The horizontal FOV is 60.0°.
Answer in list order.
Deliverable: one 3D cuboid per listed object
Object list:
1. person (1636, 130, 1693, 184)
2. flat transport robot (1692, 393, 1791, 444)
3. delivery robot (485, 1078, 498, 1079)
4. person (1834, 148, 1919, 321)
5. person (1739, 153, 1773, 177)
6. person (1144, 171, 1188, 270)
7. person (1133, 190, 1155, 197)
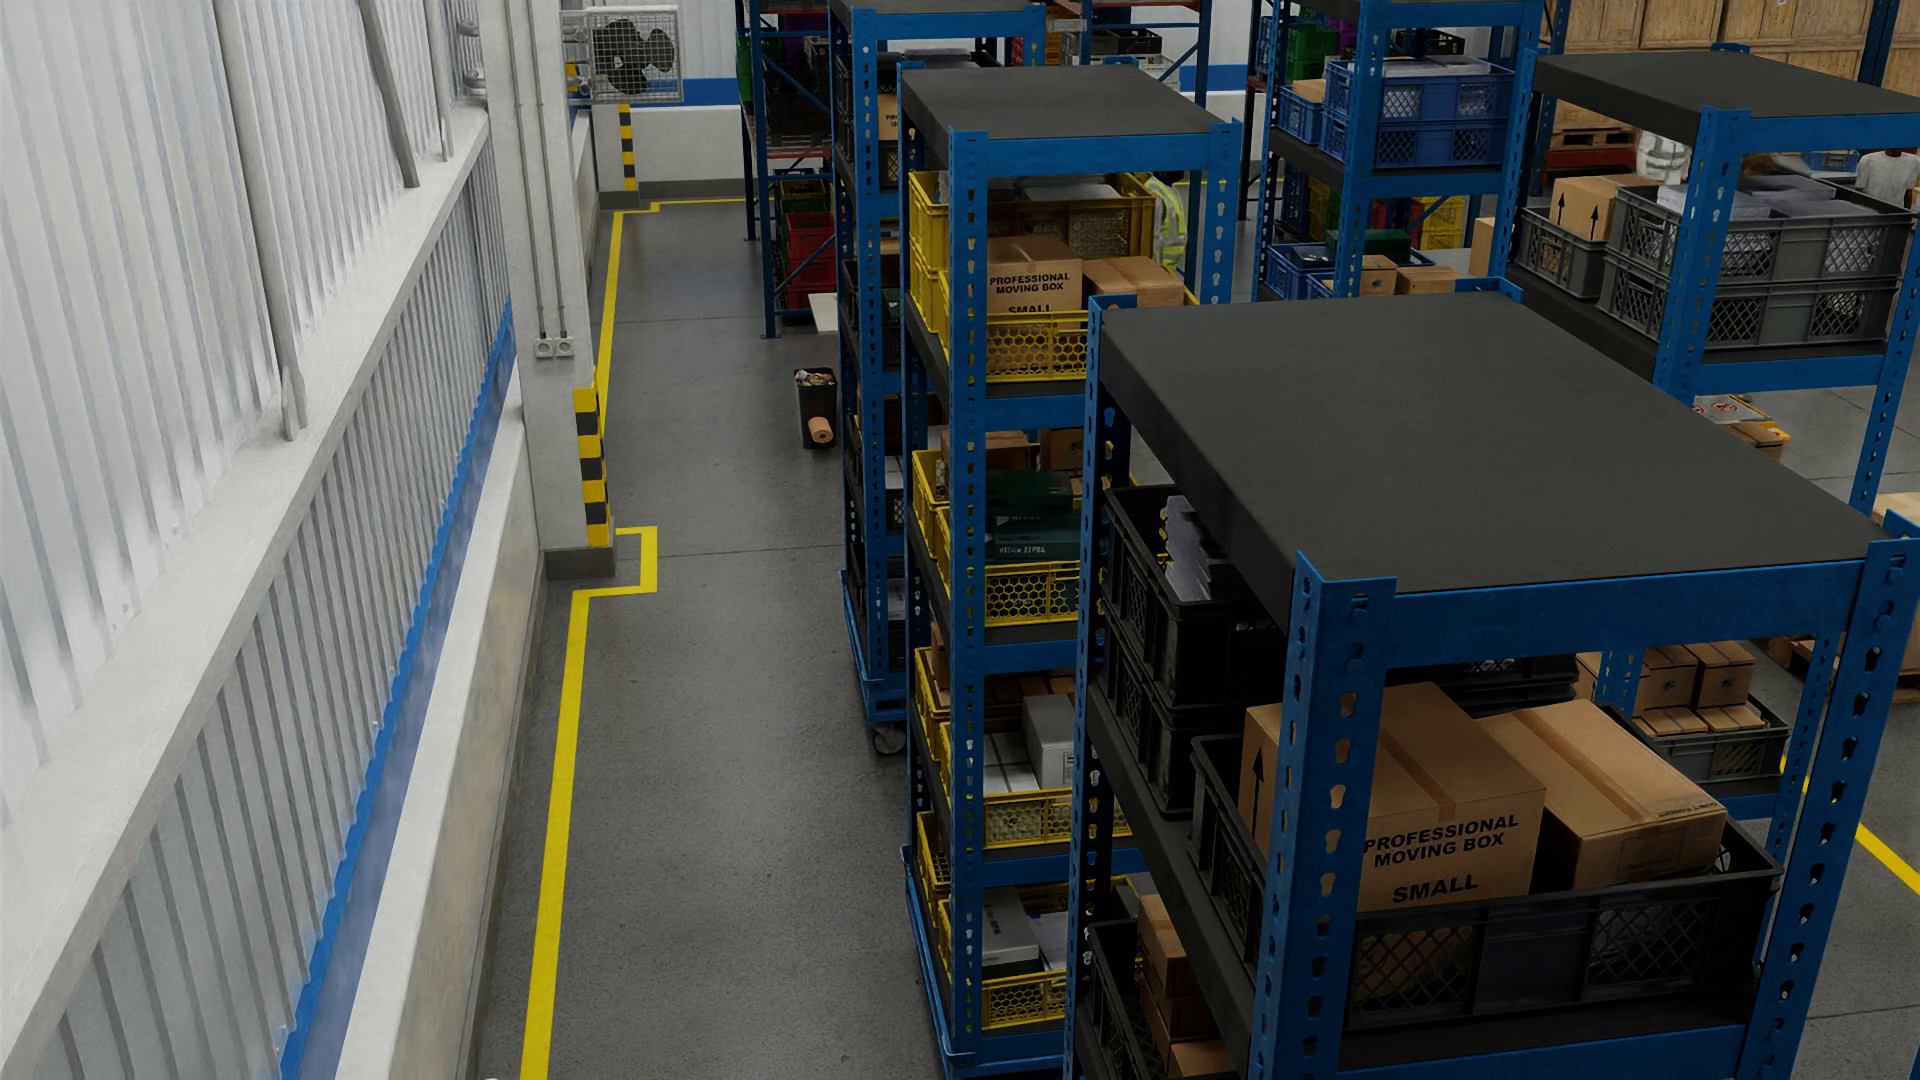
[{"bbox_3d":[6.813,-3.567,16.169,0.629,1.834,1.019,-2,25,-5],"label":"person"},{"bbox_3d":[5.224,-0.859,12.132,1.431,0.197,0.652,-4,25,-8],"label":"flat transport robot"},{"bbox_3d":[-1.390,2.034,5.399,0.707,0.478,0.477,16,29,31],"label":"delivery robot"},{"bbox_3d":[7.814,-2.669,14.186,0.510,1.862,0.322,3,25,7],"label":"person"},{"bbox_3d":[6.000,-2.076,12.890,0.646,1.883,0.857,4,25,8],"label":"person"},{"bbox_3d":[1.582,-2.203,13.205,0.430,1.837,0.629,7,25,14],"label":"person"},{"bbox_3d":[1.298,-1.883,12.746,0.317,1.631,0.547,15,29,30],"label":"person"}]
